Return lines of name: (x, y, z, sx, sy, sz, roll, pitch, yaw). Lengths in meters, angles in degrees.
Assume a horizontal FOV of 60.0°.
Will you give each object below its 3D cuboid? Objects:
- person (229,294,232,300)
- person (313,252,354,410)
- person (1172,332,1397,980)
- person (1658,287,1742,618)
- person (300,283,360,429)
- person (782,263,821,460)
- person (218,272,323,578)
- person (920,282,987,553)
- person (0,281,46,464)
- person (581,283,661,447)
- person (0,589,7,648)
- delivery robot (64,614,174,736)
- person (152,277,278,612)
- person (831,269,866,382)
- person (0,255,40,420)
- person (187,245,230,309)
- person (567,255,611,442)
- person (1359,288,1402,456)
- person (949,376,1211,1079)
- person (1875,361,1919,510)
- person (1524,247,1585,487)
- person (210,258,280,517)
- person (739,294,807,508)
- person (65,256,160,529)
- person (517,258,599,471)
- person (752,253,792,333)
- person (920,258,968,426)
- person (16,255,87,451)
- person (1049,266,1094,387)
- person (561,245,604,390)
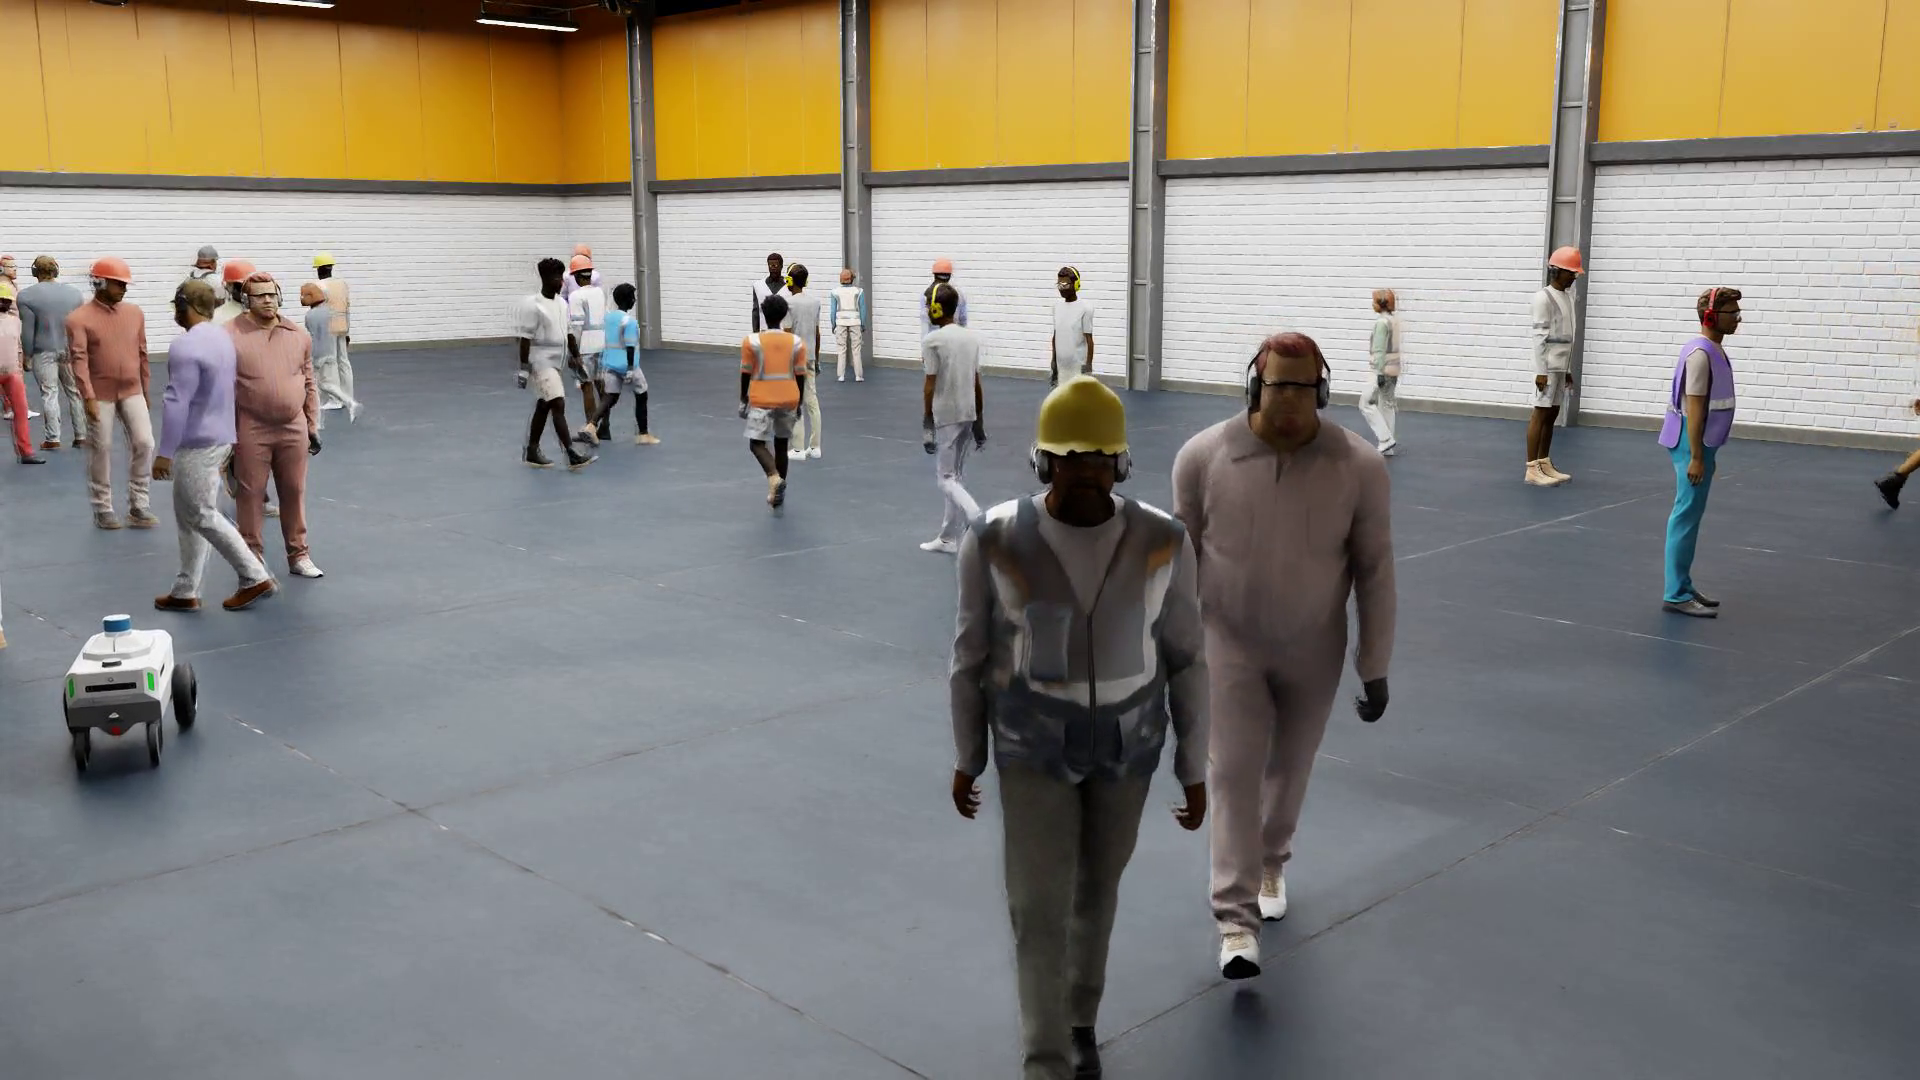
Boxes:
person: (-9.289, -2.718, 21.869, 0.535, 1.711, 0.429, -8, 13, -37)
person: (-7.724, -2.556, 20.401, 0.385, 1.922, 0.594, 4, 11, 20)
person: (0.931, 0.330, 4.850, 0.661, 1.846, 1.033, 1, 10, 5)
person: (4.174, -0.504, 9.421, 0.395, 1.847, 0.564, 6, 12, 29)
person: (-6.996, -2.015, 18.281, 0.585, 1.616, 0.510, 0, 10, 3)
person: (-1.534, -1.694, 15.843, 0.326, 1.874, 0.518, 9, 14, 41)
person: (-4.239, -0.683, 10.234, 0.410, 1.909, 0.643, 10, 15, 44)
person: (0.010, -0.767, 10.919, 0.768, 1.836, 0.575, 10, 14, 44)
person: (-9.042, -1.567, 15.577, 0.901, 1.721, 0.545, 4, 11, 23)
person: (-3.444, -1.753, 16.739, 0.530, 1.666, 0.795, 10, 14, 43)
person: (-5.176, -0.334, 8.508, 0.634, 1.842, 0.429, 10, 15, 44)
delivery robot: (-3.488, 0.555, 6.919, 0.477, 0.478, 0.707, -4, 11, -20)
person: (-4.263, -0.520, 9.386, 0.697, 1.902, 0.700, -1, 10, -8)
person: (-1.624, -3.110, 24.207, 0.513, 1.637, 0.313, 0, 10, 2)
person: (-11.015, -2.352, 19.336, 0.409, 1.907, 0.651, -2, 11, -12)
person: (-10.063, -2.953, 22.248, 0.686, 2.000, 0.916, 5, 11, 25)
person: (-3.856, -1.971, 17.198, 0.374, 1.928, 0.542, 6, 12, 28)
person: (4.065, -1.602, 16.025, 0.366, 1.626, 0.513, 6, 12, 32)
person: (0.304, 0.528, 3.910, 0.621, 1.796, 0.852, -1, 10, -7)
person: (7.578, -1.160, 12.858, 0.885, 1.908, 0.547, 0, 10, -1)
person: (5.092, -1.478, 14.223, 0.387, 2.034, 0.605, 9, 14, 40)
person: (-5.497, -1.175, 12.755, 0.769, 1.967, 0.619, 6, 12, 28)
person: (-1.428, -1.065, 12.917, 0.538, 1.680, 0.641, -5, 11, -25)
person: (-6.107, -1.051, 12.030, 0.621, 1.970, 0.646, 8, 13, 38)
person: (-3.634, -1.594, 15.154, 0.950, 1.916, 0.627, 3, 11, 16)
person: (-2.209, -2.487, 20.039, 0.593, 1.920, 0.391, 0, 10, 2)
person: (-0.179, -2.144, 18.282, 0.560, 1.879, 1.015, -3, 11, -14)
person: (-8.994, -1.850, 16.510, 0.372, 1.940, 0.627, 9, 14, 40)
person: (1.024, -1.580, 15.304, 0.366, 1.849, 0.490, -9, 14, -41)
person: (-5.258, -3.113, 23.244, 0.619, 1.989, 1.024, -1, 10, -4)
